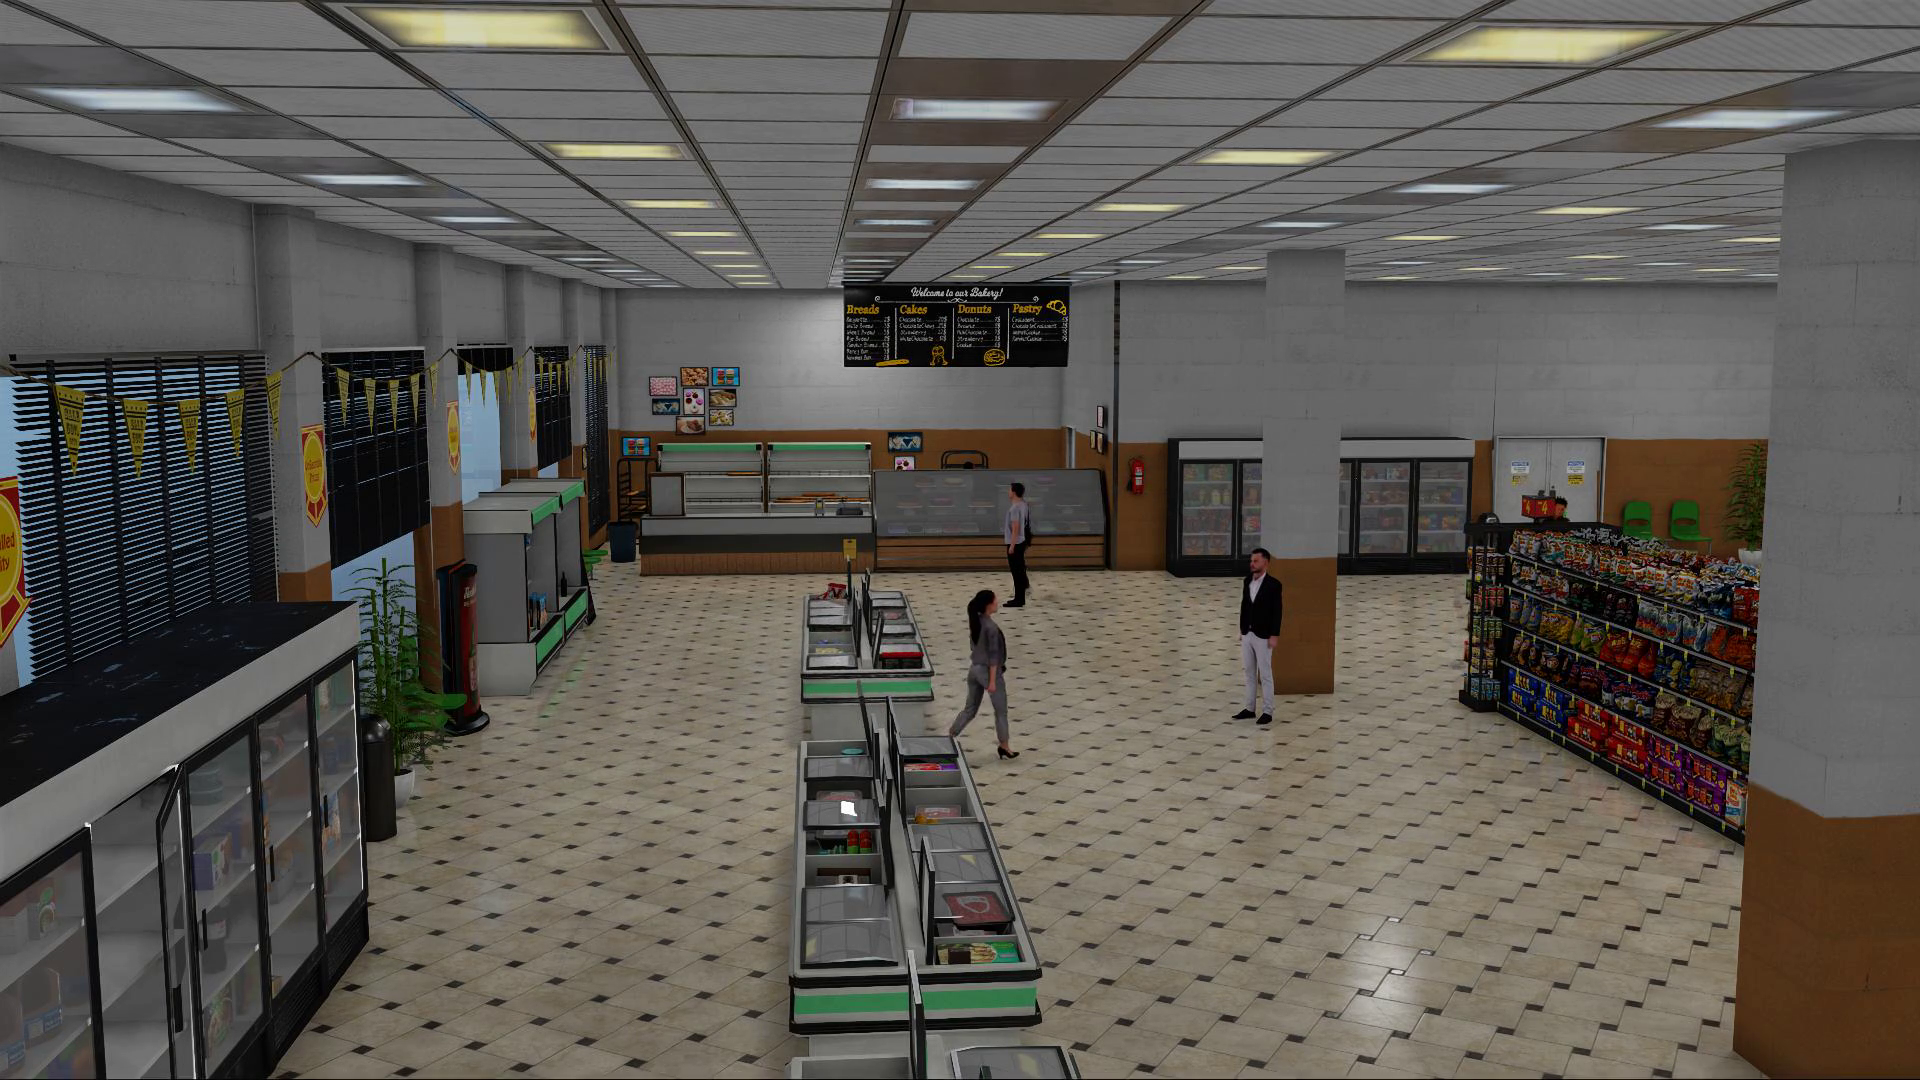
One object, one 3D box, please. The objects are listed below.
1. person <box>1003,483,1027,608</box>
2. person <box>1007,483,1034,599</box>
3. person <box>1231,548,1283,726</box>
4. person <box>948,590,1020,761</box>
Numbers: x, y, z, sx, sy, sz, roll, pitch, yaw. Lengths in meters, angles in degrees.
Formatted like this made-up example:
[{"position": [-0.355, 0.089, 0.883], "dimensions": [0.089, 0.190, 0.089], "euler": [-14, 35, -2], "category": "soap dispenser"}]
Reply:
[{"position": [0.856, 0.070, 25.000], "dimensions": [0.794, 1.863, 0.624], "euler": [2, 7, 16], "category": "person"}, {"position": [1.001, 0.005, 25.744], "dimensions": [0.899, 1.813, 0.548], "euler": [0, 7, 0], "category": "person"}, {"position": [3.142, 0.993, 17.442], "dimensions": [0.801, 1.844, 0.697], "euler": [-6, 9, -39], "category": "person"}, {"position": [0.155, 1.315, 15.607], "dimensions": [0.996, 1.644, 1.106], "euler": [-4, 8, -32], "category": "person"}]
